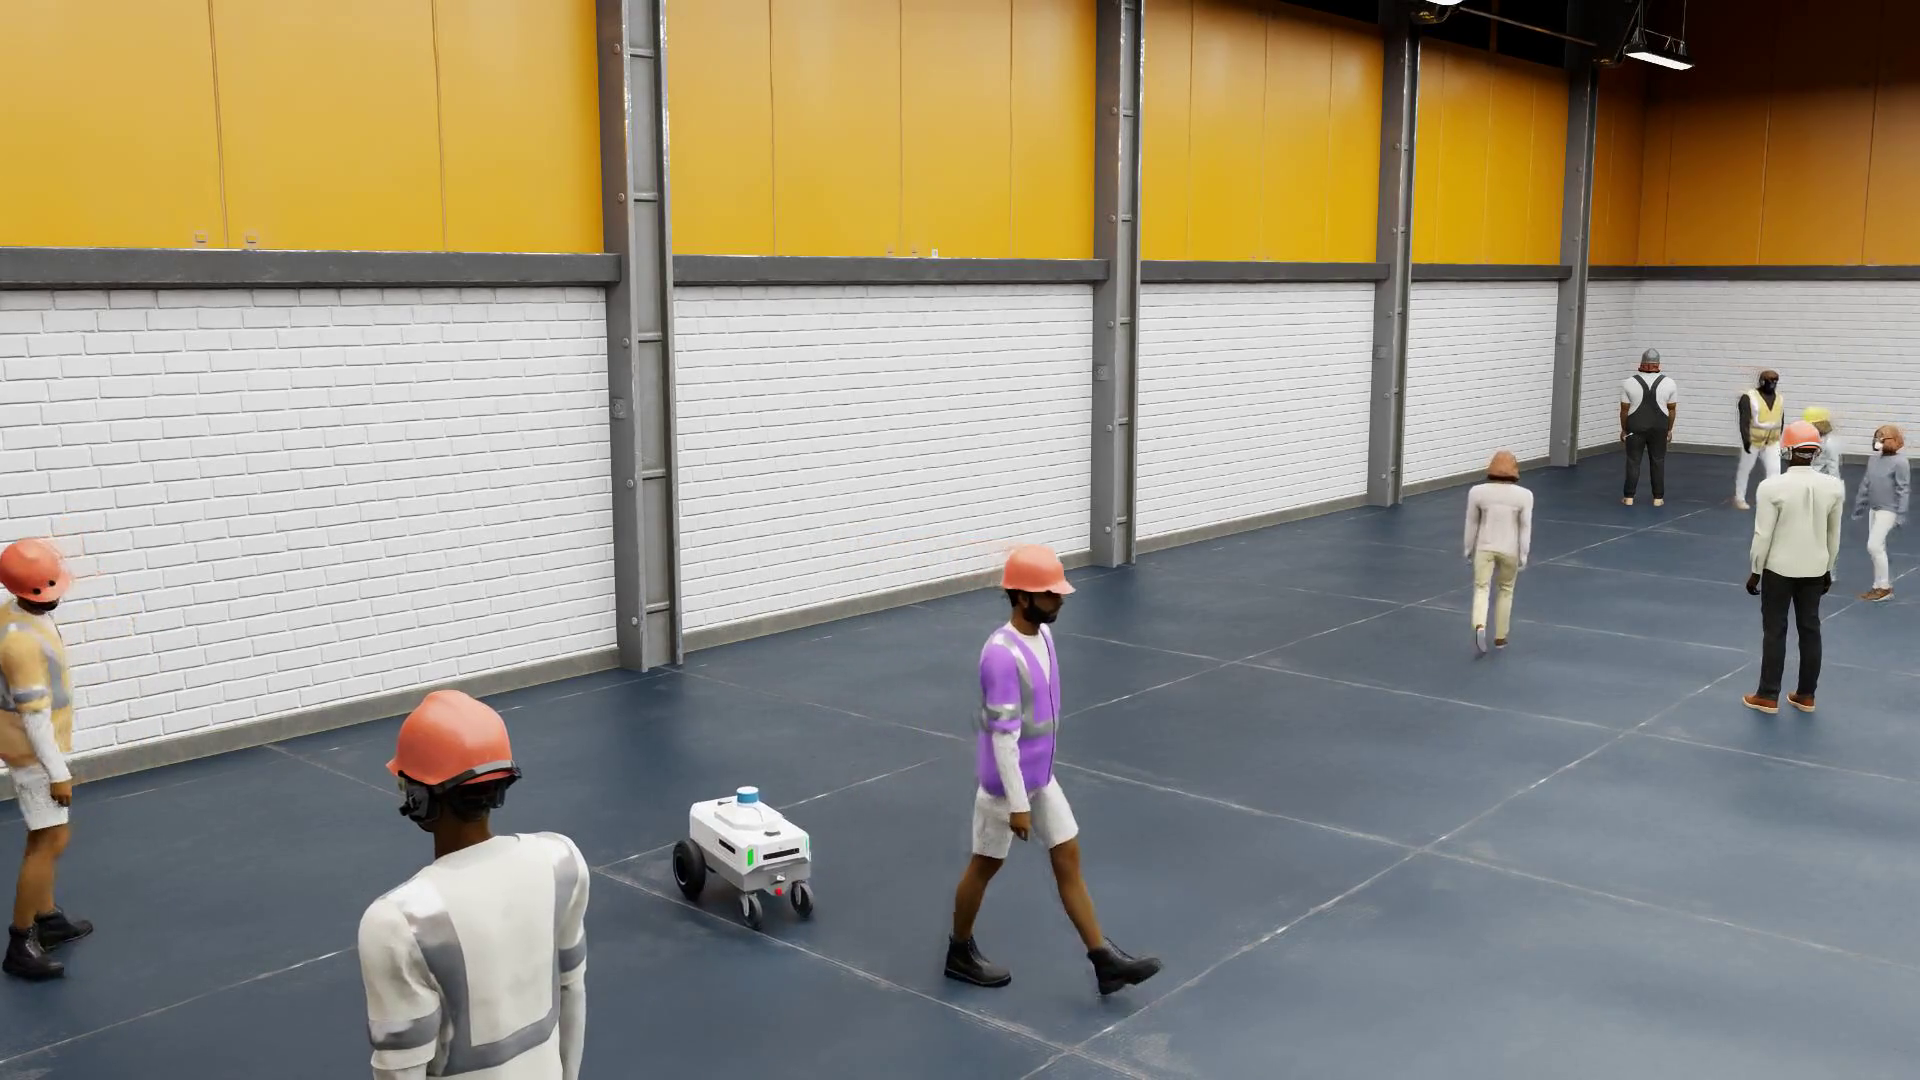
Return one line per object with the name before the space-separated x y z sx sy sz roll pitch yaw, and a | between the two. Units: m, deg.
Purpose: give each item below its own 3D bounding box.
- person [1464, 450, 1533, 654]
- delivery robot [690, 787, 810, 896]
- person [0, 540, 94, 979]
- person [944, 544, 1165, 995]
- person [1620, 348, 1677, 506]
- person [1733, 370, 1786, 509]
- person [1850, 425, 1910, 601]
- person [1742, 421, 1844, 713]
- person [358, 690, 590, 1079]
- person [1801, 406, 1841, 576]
person | 4.223 0.096 13.101 0.506 1.608 0.704 4 10 23
delivery robot | -0.998 1.411 7.855 0.477 0.478 0.707 -6 11 -32
person | -3.981 0.911 7.167 0.353 1.887 0.632 -5 10 -30
person | 0.344 0.962 6.766 0.984 1.890 0.571 5 10 26
person | 8.890 -1.464 21.553 0.682 2.000 0.538 3 10 18
person | 10.079 -1.230 20.882 0.629 1.793 0.972 0 9 -2
person | 8.380 -0.247 15.220 0.430 1.622 0.516 0 9 -2
person | 5.658 0.190 11.308 0.612 1.995 0.377 -1 9 -6
person | -1.127 1.351 3.861 0.381 2.045 0.605 6 11 33
person | 8.189 -0.431 16.077 0.708 1.717 0.495 -1 9 -5
